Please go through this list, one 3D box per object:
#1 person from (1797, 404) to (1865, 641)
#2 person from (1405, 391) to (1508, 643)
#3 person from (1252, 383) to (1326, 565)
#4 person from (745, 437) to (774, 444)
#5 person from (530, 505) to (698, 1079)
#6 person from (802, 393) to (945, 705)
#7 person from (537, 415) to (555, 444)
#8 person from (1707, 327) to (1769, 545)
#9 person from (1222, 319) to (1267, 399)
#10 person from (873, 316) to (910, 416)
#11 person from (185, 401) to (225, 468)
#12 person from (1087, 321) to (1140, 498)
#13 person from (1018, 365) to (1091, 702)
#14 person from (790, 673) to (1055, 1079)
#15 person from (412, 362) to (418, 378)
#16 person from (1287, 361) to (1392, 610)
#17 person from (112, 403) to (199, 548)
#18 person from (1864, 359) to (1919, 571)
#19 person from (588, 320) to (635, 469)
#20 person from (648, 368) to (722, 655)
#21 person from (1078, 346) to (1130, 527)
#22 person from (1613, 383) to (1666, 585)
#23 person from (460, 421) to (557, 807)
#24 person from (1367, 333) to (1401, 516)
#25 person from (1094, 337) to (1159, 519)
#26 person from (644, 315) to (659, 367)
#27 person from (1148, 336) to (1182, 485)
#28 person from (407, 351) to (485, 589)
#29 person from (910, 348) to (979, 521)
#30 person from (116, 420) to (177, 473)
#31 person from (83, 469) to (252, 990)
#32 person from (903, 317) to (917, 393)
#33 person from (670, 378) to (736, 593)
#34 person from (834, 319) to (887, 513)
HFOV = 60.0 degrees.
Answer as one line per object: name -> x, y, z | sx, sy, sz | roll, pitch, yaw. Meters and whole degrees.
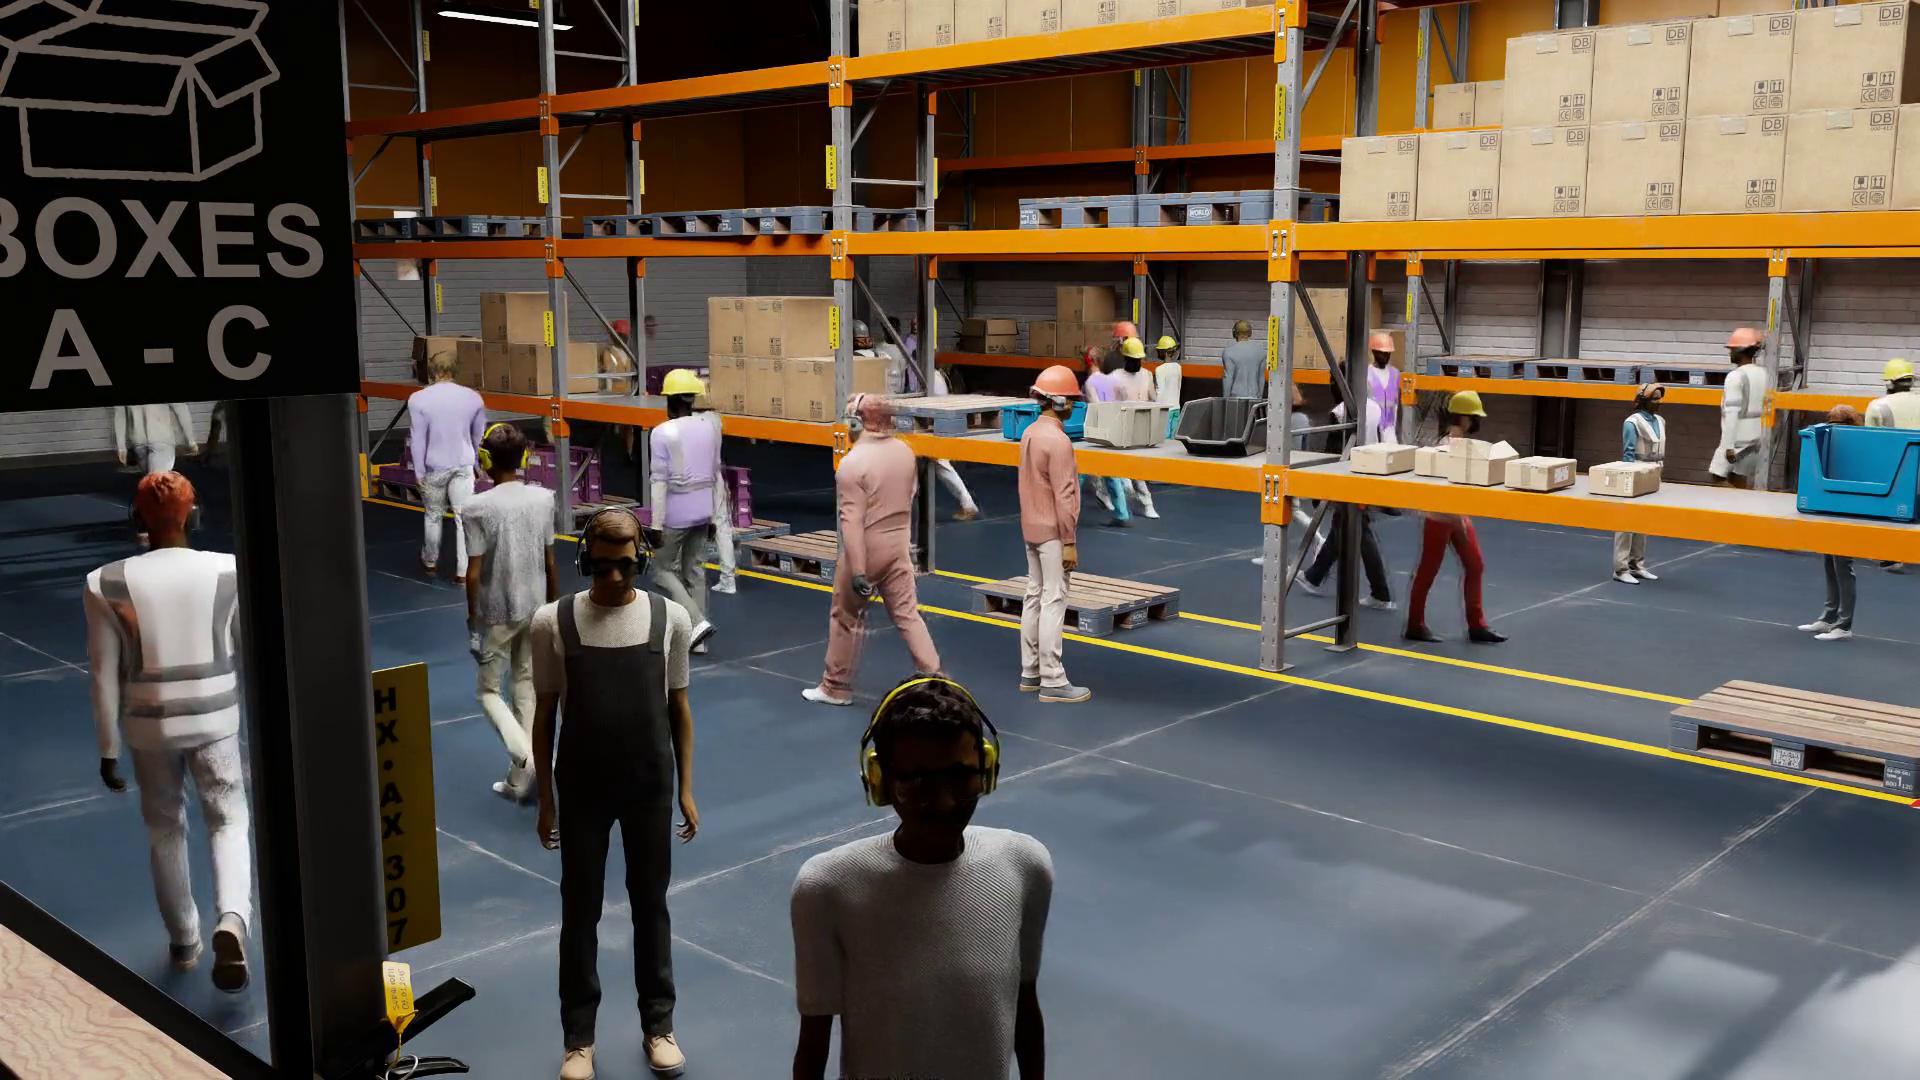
person -> 6.054, -0.118, 11.481 | 0.284, 1.633, 0.501 | 2, 9, 10
person -> 3.399, -0.132, 11.259 | 0.772, 1.740, 0.538 | 8, 12, 39
person -> 2.816, -0.544, 14.158 | 0.502, 1.612, 0.663 | -7, 12, -38
person -> -2.945, -2.319, 24.344 | 0.625, 1.844, 0.429 | -4, 10, -23
person -> -1.077, 0.799, 5.229 | 0.505, 1.840, 0.346 | -3, 10, -17
person -> -0.456, 0.080, 9.580 | 0.968, 1.865, 0.644 | 8, 12, 39
person -> -5.286, -1.763, 21.610 | 0.491, 1.611, 0.583 | 6, 11, 32
person -> 7.206, -0.934, 15.280 | 0.615, 2.027, 0.549 | -6, 11, -34
person -> 3.483, -1.745, 20.529 | 0.631, 1.936, 0.362 | -5, 10, -26
person -> -0.981, -2.038, 22.326 | 0.854, 1.946, 0.602 | 7, 11, 36
person -> -9.444, -1.859, 21.414 | 0.550, 1.883, 1.028 | 9, 13, 44
person -> 1.778, -1.455, 18.600 | 0.539, 1.982, 0.634 | 6, 11, 35
person -> 0.552, -0.038, 9.887 | 0.389, 1.991, 0.622 | -3, 10, -19
person -> -0.053, 1.147, 3.005 | 0.523, 1.870, 0.317 | -3, 10, -20
person -> -7.033, -1.844, 22.191 | 0.536, 1.592, 0.877 | 2, 9, 13
person -> 2.896, -0.430, 12.686 | 1.010, 1.859, 0.605 | 8, 12, 41
person -> -7.495, -0.887, 15.460 | 0.650, 1.887, 1.040 | 0, 9, 2
person -> 7.944, -0.641, 14.178 | 0.610, 1.804, 0.766 | 0, 9, 0
person -> -4.440, -1.876, 21.396 | 0.745, 1.920, 0.546 | 7, 12, 36
person -> -1.819, -0.171, 10.954 | 0.427, 1.909, 0.613 | 7, 12, 38
person -> 1.260, -1.020, 16.511 | 0.981, 1.787, 0.592 | 4, 10, 22
person -> 5.571, -0.467, 13.599 | 0.514, 1.641, 0.315 | -7, 12, -38
person -> -2.081, 0.366, 7.843 | 0.516, 1.856, 0.551 | -8, 13, -42
person -> 4.328, -1.229, 17.490 | 0.552, 1.911, 0.879 | -3, 10, -19
person -> 1.735, -1.183, 17.304 | 0.669, 1.874, 0.960 | -6, 11, -34
person -> -4.841, -2.517, 25.512 | 0.650, 1.856, 0.674 | 1, 9, 7
person -> 2.439, -1.531, 19.741 | 0.313, 1.768, 0.528 | 7, 11, 36
person -> -4.192, -0.586, 13.551 | 0.647, 1.887, 1.000 | -6, 11, -33
person -> -0.272, -1.054, 16.772 | 0.981, 1.791, 0.630 | -2, 10, -14
person -> -10.314, -1.830, 20.922 | 0.614, 1.977, 0.639 | -3, 10, -15
person -> -2.741, 0.683, 5.886 | 0.585, 1.865, 0.741 | -5, 10, -27
person -> -0.587, -2.158, 23.189 | 0.402, 1.899, 0.631 | 2, 9, 12
person -> -2.105, -0.440, 13.246 | 0.873, 1.700, 0.497 | 8, 12, 41
person -> -1.102, -1.289, 17.418 | 0.539, 2.000, 0.689 | 6, 11, 33
